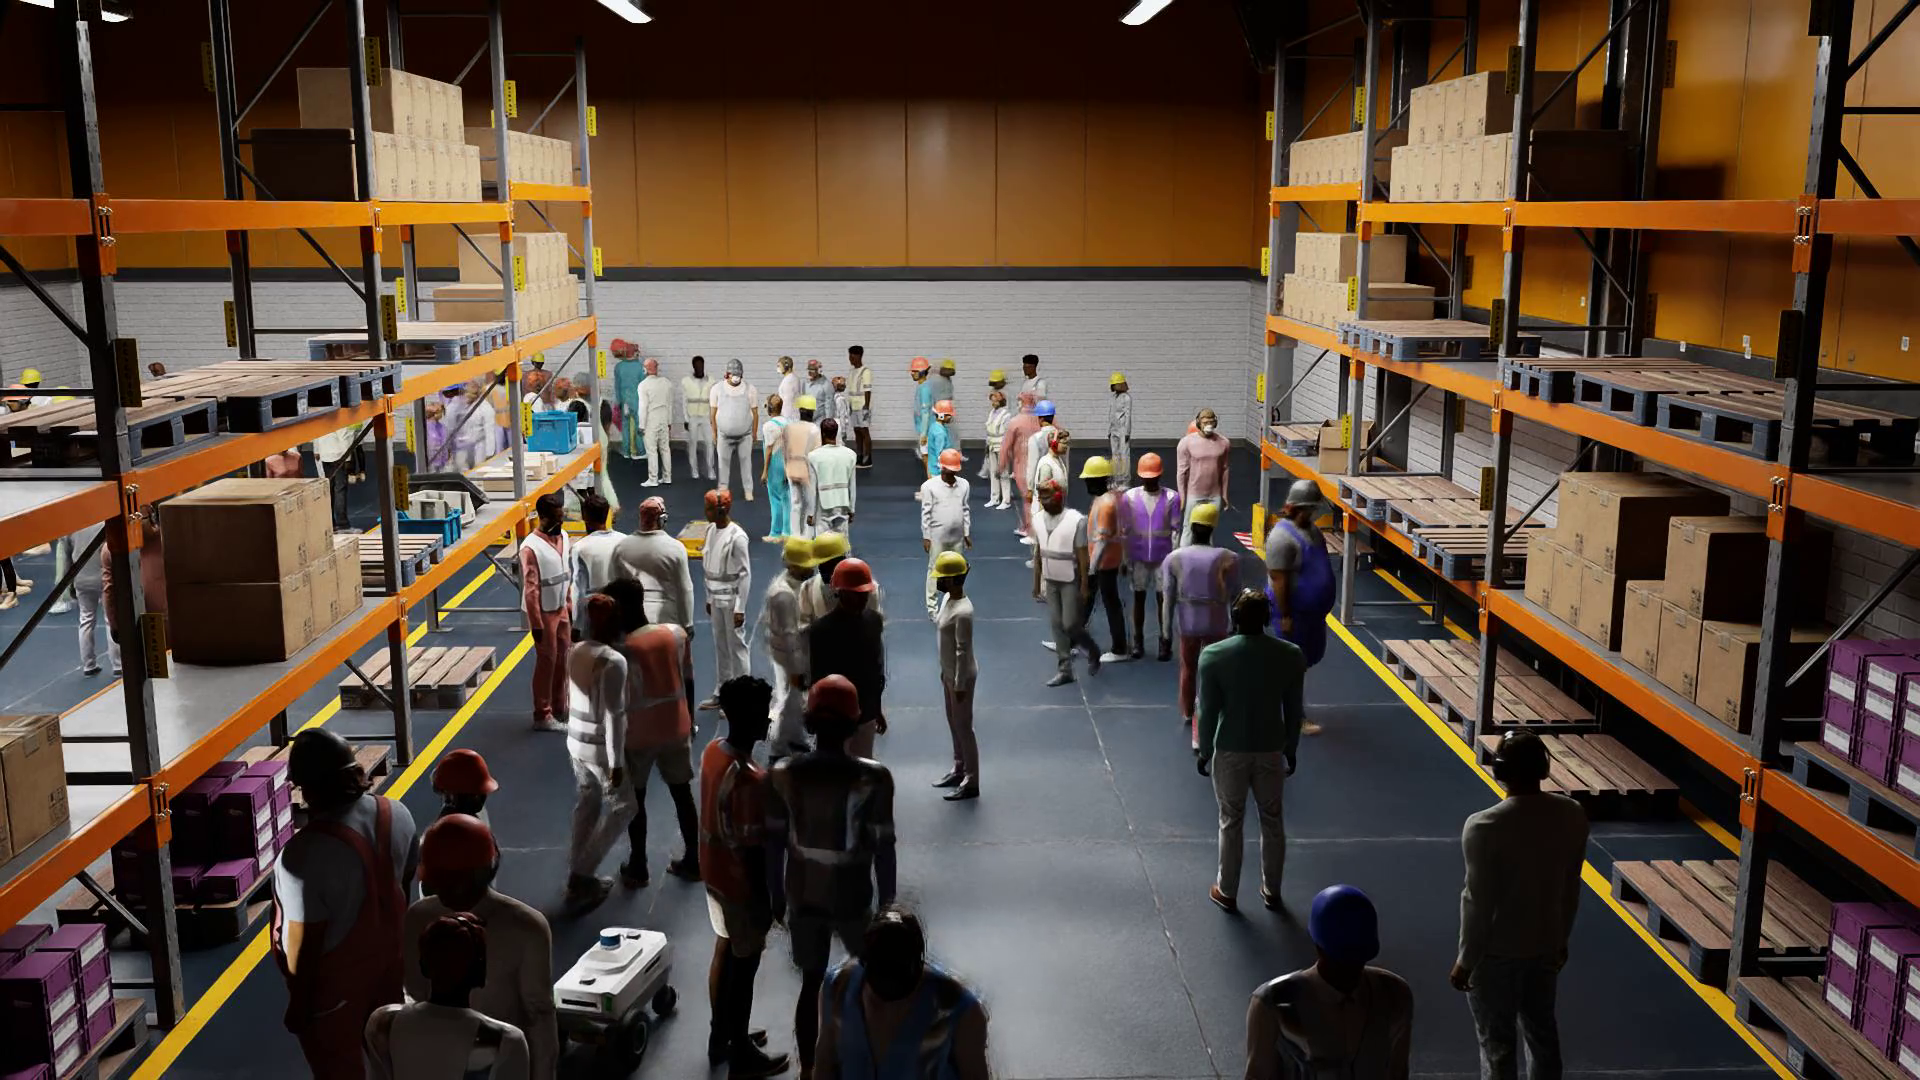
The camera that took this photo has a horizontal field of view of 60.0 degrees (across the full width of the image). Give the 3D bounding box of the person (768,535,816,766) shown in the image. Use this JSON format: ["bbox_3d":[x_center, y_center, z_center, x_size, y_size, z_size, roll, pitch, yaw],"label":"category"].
[{"bbox_3d":[-1.208,0.827,12.124,0.508,1.790,0.606,3,12,13],"label":"person"}]

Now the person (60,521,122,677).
[{"bbox_3d":[-7.585,0.345,14.650,0.569,1.744,0.350,0,11,-1],"label":"person"}]

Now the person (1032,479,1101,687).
[{"bbox_3d":[0.920,0.355,14.442,0.560,1.812,0.620,-11,16,-43],"label":"person"}]

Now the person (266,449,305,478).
[{"bbox_3d":[-7.430,-0.397,18.353,0.340,1.752,0.528,7,13,30],"label":"person"}]

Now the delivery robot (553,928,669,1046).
[{"bbox_3d":[-1.727,2.169,8.257,0.477,0.478,0.707,3,12,14],"label":"delivery robot"}]

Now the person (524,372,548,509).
[{"bbox_3d":[-5.821,-1.371,22.899,0.337,1.883,0.584,-6,13,-29],"label":"person"}]

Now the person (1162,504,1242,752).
[{"bbox_3d":[1.881,0.640,12.895,0.590,1.855,1.045,3,12,16],"label":"person"}]

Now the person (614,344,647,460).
[{"bbox_3d":[-5.350,-2.272,27.363,0.651,1.907,0.409,5,12,24],"label":"person"}]

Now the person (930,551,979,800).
[{"bbox_3d":[-0.046,0.939,11.645,0.335,1.757,0.518,-2,12,-12],"label":"person"}]

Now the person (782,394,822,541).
[{"bbox_3d":[-1.863,-0.786,19.918,0.626,1.904,0.459,5,12,24],"label":"person"}]

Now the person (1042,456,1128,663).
[{"bbox_3d":[1.152,0.190,15.039,0.833,1.892,0.600,0,11,-2],"label":"person"}]

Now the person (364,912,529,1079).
[{"bbox_3d":[-1.638,2.120,5.431,0.578,1.878,0.340,3,12,13],"label":"person"}]

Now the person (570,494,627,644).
[{"bbox_3d":[-2.775,0.593,13.006,0.391,1.905,0.599,7,14,33],"label":"person"}]

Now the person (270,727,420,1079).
[{"bbox_3d":[-2.586,1.741,6.900,0.537,2.000,0.679,4,12,21],"label":"person"}]

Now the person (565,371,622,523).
[{"bbox_3d":[-4.830,-1.223,21.765,0.686,2.000,0.921,-10,15,-41],"label":"person"}]

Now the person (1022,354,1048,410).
[{"bbox_3d":[1.091,-1.810,24.930,0.365,1.960,0.608,-6,13,-27],"label":"person"}]

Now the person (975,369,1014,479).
[{"bbox_3d":[0.609,-1.759,25.323,0.918,1.688,0.512,-9,14,-38],"label":"person"}]

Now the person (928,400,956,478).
[{"bbox_3d":[-0.224,-0.897,20.890,0.354,1.737,0.578,-1,11,-5],"label":"person"}]

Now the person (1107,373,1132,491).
[{"bbox_3d":[2.320,-1.587,24.370,0.325,1.732,0.491,-7,13,-30],"label":"person"}]

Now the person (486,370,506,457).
[{"bbox_3d":[-7.636,-2.330,27.444,0.391,1.989,0.609,4,12,20],"label":"person"}]

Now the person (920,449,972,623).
[{"bbox_3d":[-0.122,-0.055,16.650,0.563,1.743,0.337,-7,13,-30],"label":"person"}]

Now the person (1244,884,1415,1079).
[{"bbox_3d":[1.229,2.057,5.548,0.609,1.946,0.405,-3,12,-14],"label":"person"}]

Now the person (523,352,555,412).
[{"bbox_3d":[-6.989,-2.258,27.664,0.525,1.761,0.340,-8,14,-34],"label":"person"}]

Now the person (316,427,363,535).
[{"bbox_3d":[-7.859,-1.041,20.974,0.614,1.990,0.392,9,15,39],"label":"person"}]

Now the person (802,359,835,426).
[{"bbox_3d":[-2.137,-1.732,24.690,0.649,1.900,0.399,11,16,44],"label":"person"}]

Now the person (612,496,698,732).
[{"bbox_3d":[-2.346,0.608,12.917,0.639,1.911,0.406,3,12,15],"label":"person"}]

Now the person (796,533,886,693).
[{"bbox_3d":[-0.857,0.883,11.569,0.599,1.892,0.713,5,12,23],"label":"person"}]

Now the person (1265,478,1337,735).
[{"bbox_3d":[2.671,0.500,13.127,0.593,2.000,0.698,9,14,38],"label":"person"}]

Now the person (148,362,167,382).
[{"bbox_3d":[-12.967,-2.075,27.049,0.309,1.640,0.513,-2,11,-10],"label":"person"}]

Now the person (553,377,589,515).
[{"bbox_3d":[-5.262,-1.256,22.350,0.461,1.867,0.602,-9,14,-38],"label":"person"}]

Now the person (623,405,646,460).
[{"bbox_3d":[-5.287,-2.138,27.428,0.525,1.616,0.368,-4,12,-20],"label":"person"}]

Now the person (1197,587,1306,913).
[{"bbox_3d":[1.685,1.228,9.731,0.629,1.940,0.378,0,11,-2],"label":"person"}]

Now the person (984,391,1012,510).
[{"bbox_3d":[0.539,-1.234,22.858,0.314,1.633,0.519,-8,14,-33],"label":"person"}]

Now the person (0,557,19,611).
[{"bbox_3d":[-9.949,-0.116,17.085,0.529,1.694,0.321,7,13,30],"label":"person"}]

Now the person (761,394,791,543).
[{"bbox_3d":[-2.264,-0.880,20.538,0.346,1.846,0.505,7,13,31],"label":"person"}]
